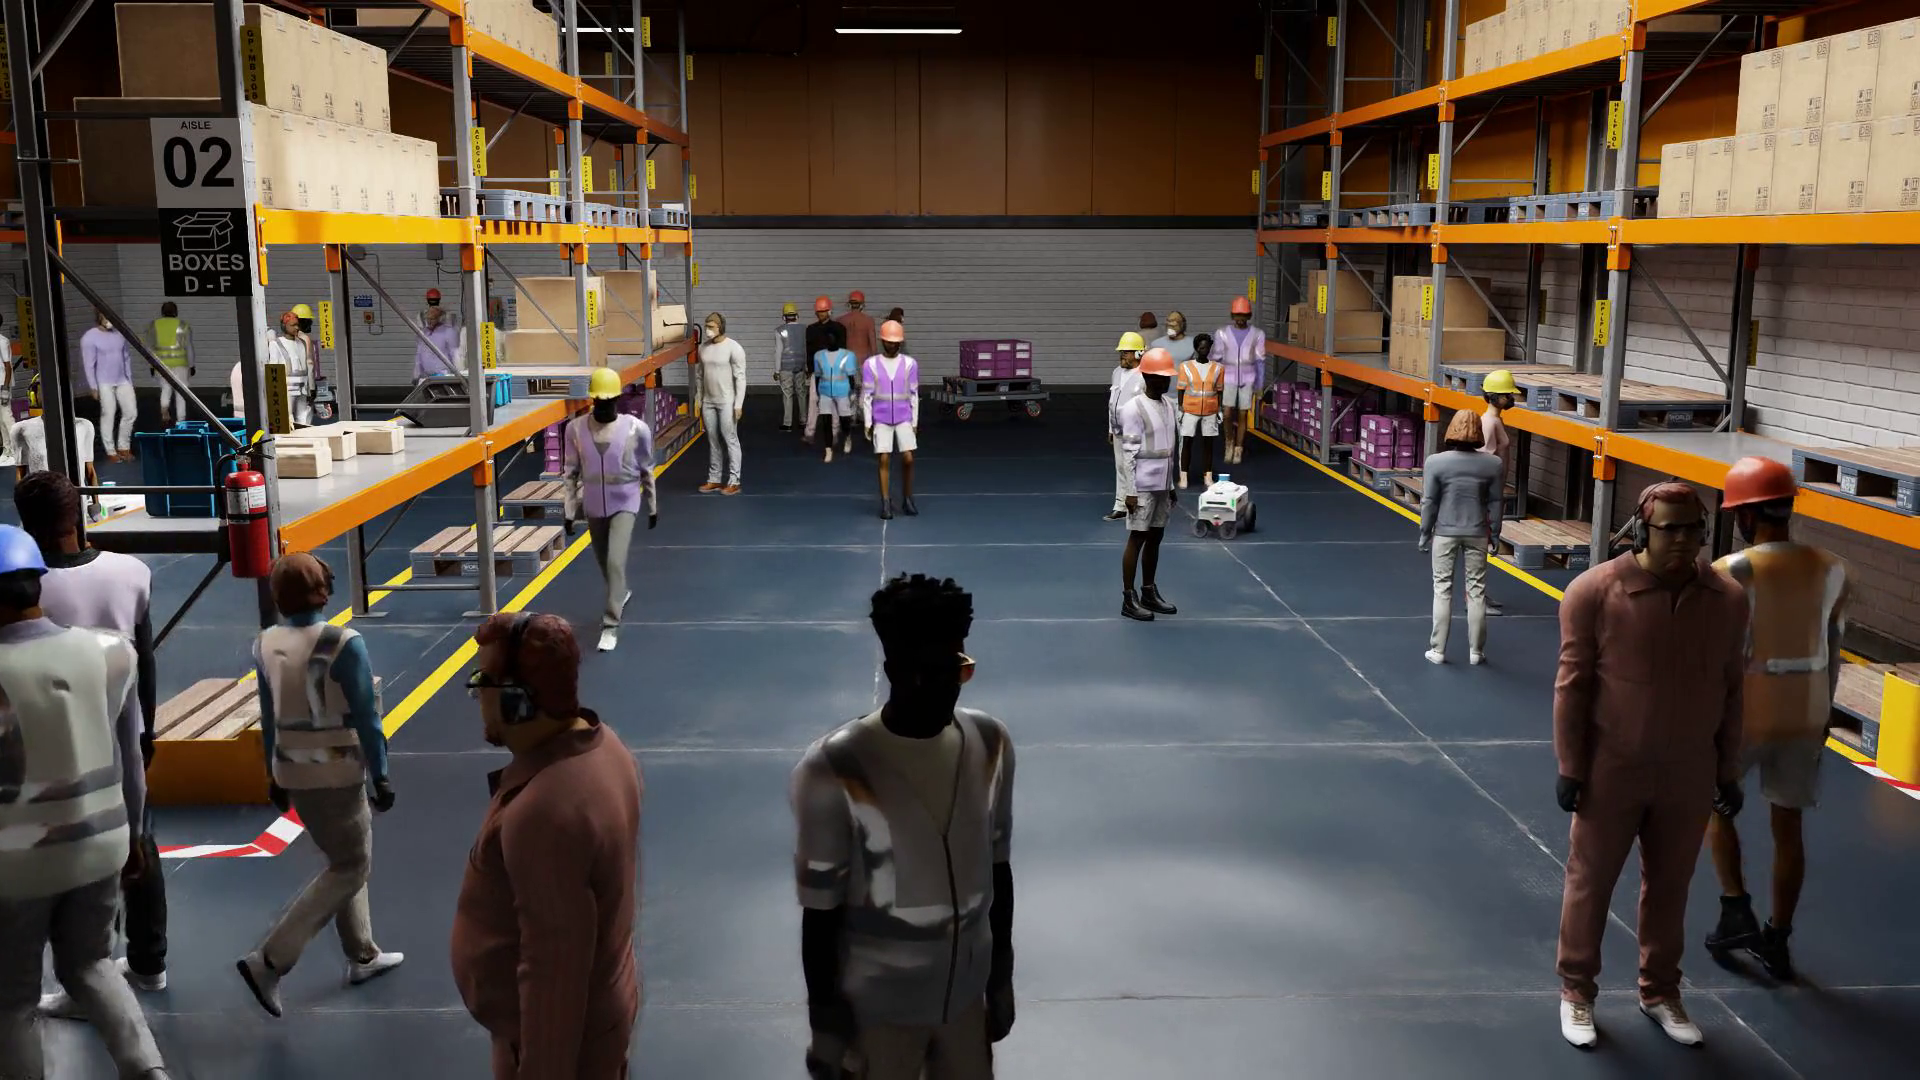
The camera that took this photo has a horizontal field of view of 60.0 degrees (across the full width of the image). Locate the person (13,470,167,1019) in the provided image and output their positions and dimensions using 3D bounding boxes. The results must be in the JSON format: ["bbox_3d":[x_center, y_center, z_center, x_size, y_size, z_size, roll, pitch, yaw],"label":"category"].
[{"bbox_3d":[-3.034,0.710,5.756,0.391,1.912,0.587,5,11,25],"label":"person"}]

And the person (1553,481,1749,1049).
[{"bbox_3d":[2.298,0.751,5.534,0.636,1.911,0.405,0,10,-1],"label":"person"}]

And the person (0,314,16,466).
[{"bbox_3d":[-11.537,-1.820,19.965,0.528,1.871,0.323,10,14,44],"label":"person"}]

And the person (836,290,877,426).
[{"bbox_3d":[-1.497,-2.636,24.213,0.617,1.972,0.494,2,10,11],"label":"person"}]

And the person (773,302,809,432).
[{"bbox_3d":[-2.384,-2.441,23.532,0.599,1.827,0.404,-7,13,-36],"label":"person"}]

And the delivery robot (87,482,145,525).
[{"bbox_3d":[-7.525,-0.272,14.740,0.477,0.478,0.707,1,10,7],"label":"delivery robot"}]

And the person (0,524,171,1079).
[{"bbox_3d":[-2.550,0.907,4.695,0.625,1.898,0.636,6,12,32],"label":"person"}]

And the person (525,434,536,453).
[{"bbox_3d":[-5.377,-2.029,21.236,0.625,1.836,0.429,-6,12,-32],"label":"person"}]

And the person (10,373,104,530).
[{"bbox_3d":[-5.786,-0.160,10.714,0.520,1.871,0.326,-10,14,-43],"label":"person"}]

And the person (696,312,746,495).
[{"bbox_3d":[-2.551,-1.446,17.687,0.635,1.937,0.352,7,12,33],"label":"person"}]

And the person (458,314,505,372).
[{"bbox_3d":[-6.097,-2.114,21.396,0.613,1.950,0.852,4,11,20],"label":"person"}]

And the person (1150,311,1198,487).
[{"bbox_3d":[2.368,-1.547,18.269,0.629,1.933,0.379,4,11,23],"label":"person"}]

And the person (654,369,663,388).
[{"bbox_3d":[-5.186,-3.250,27.823,0.504,1.927,0.617,-1,10,-5],"label":"person"}]

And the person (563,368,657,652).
[{"bbox_3d":[-2.365,-0.258,11.316,0.601,1.863,1.060,1,10,7],"label":"person"}]

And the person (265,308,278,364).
[{"bbox_3d":[-9.010,-2.103,21.498,0.585,1.882,0.344,8,13,37],"label":"person"}]

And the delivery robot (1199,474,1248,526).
[{"bbox_3d":[2.414,-0.360,15.229,0.477,0.478,0.707,4,11,19],"label":"delivery robot"}]

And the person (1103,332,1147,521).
[{"bbox_3d":[1.618,-1.059,15.824,0.404,1.832,0.600,-8,13,-38],"label":"person"}]

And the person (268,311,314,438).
[{"bbox_3d":[-7.692,-1.685,19.168,0.337,1.882,0.585,3,11,18],"label":"person"}]

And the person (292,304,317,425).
[{"bbox_3d":[-8.023,-1.920,20.359,0.382,1.924,0.594,-9,14,-42],"label":"person"}]

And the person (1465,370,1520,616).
[{"bbox_3d":[3.845,-0.347,12.042,0.327,1.769,0.525,4,11,21],"label":"person"}]

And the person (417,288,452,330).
[{"bbox_3d":[-8.416,-3.067,26.726,0.551,1.932,0.378,-2,10,-11],"label":"person"}]

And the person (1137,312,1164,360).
[{"bbox_3d":[2.856,-2.594,25.002,0.526,1.639,0.382,-6,12,-28],"label":"person"}]

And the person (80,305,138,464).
[{"bbox_3d":[-10.242,-1.878,20.117,0.493,1.922,0.664,4,11,23],"label":"person"}]

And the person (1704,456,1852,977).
[{"bbox_3d":[2.962,0.650,6.109,0.574,1.906,0.443,1,10,4],"label":"person"}]

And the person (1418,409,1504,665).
[{"bbox_3d":[3.178,-0.016,10.569,0.508,1.632,0.265,1,10,7],"label":"person"}]

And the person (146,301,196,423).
[{"bbox_3d":[-11.475,-2.563,24.216,0.635,1.825,0.507,-1,10,-7],"label":"person"}]

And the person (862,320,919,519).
[{"bbox_3d":[-0.670,-1.164,16.148,0.556,1.932,0.409,-1,10,-7],"label":"person"}]

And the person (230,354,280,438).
[{"bbox_3d":[-6.465,-0.985,15.390,0.429,1.845,0.621,-9,14,-42],"label":"person"}]

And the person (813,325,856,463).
[{"bbox_3d":[-1.527,-1.802,20.384,0.538,1.674,0.606,2,10,9],"label":"person"}]

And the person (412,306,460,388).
[{"bbox_3d":[-6.833,-2.144,21.842,0.635,1.855,0.918,7,12,33],"label":"person"}]

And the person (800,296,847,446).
[{"bbox_3d":[-1.795,-2.199,21.837,0.619,1.959,0.864,3,11,15],"label":"person"}]

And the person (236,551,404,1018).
[{"bbox_3d":[-2.286,0.848,5.813,0.539,1.606,0.645,6,12,32],"label":"person"}]

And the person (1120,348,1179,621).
[{"bbox_3d":[1.381,-0.399,11.859,0.372,1.934,0.551,9,14,41],"label":"person"}]

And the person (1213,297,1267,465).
[{"bbox_3d":[3.335,-1.884,19.881,0.644,2.022,0.641,2,10,10],"label":"person"}]

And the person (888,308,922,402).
[{"bbox_3d":[-0.975,-3.004,27.323,0.833,1.592,0.518,2,10,13],"label":"person"}]

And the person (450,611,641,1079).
[{"bbox_3d":[-0.905,1.094,3.660,0.401,1.911,0.678,0,10,-3],"label":"person"}]

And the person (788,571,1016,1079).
[{"bbox_3d":[-0.106,1.029,3.863,0.599,1.958,0.370,-7,12,-35],"label":"person"}]

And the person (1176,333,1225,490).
[{"bbox_3d":[2.605,-1.390,18.038,0.531,1.699,0.320,0,10,-1],"label":"person"}]
